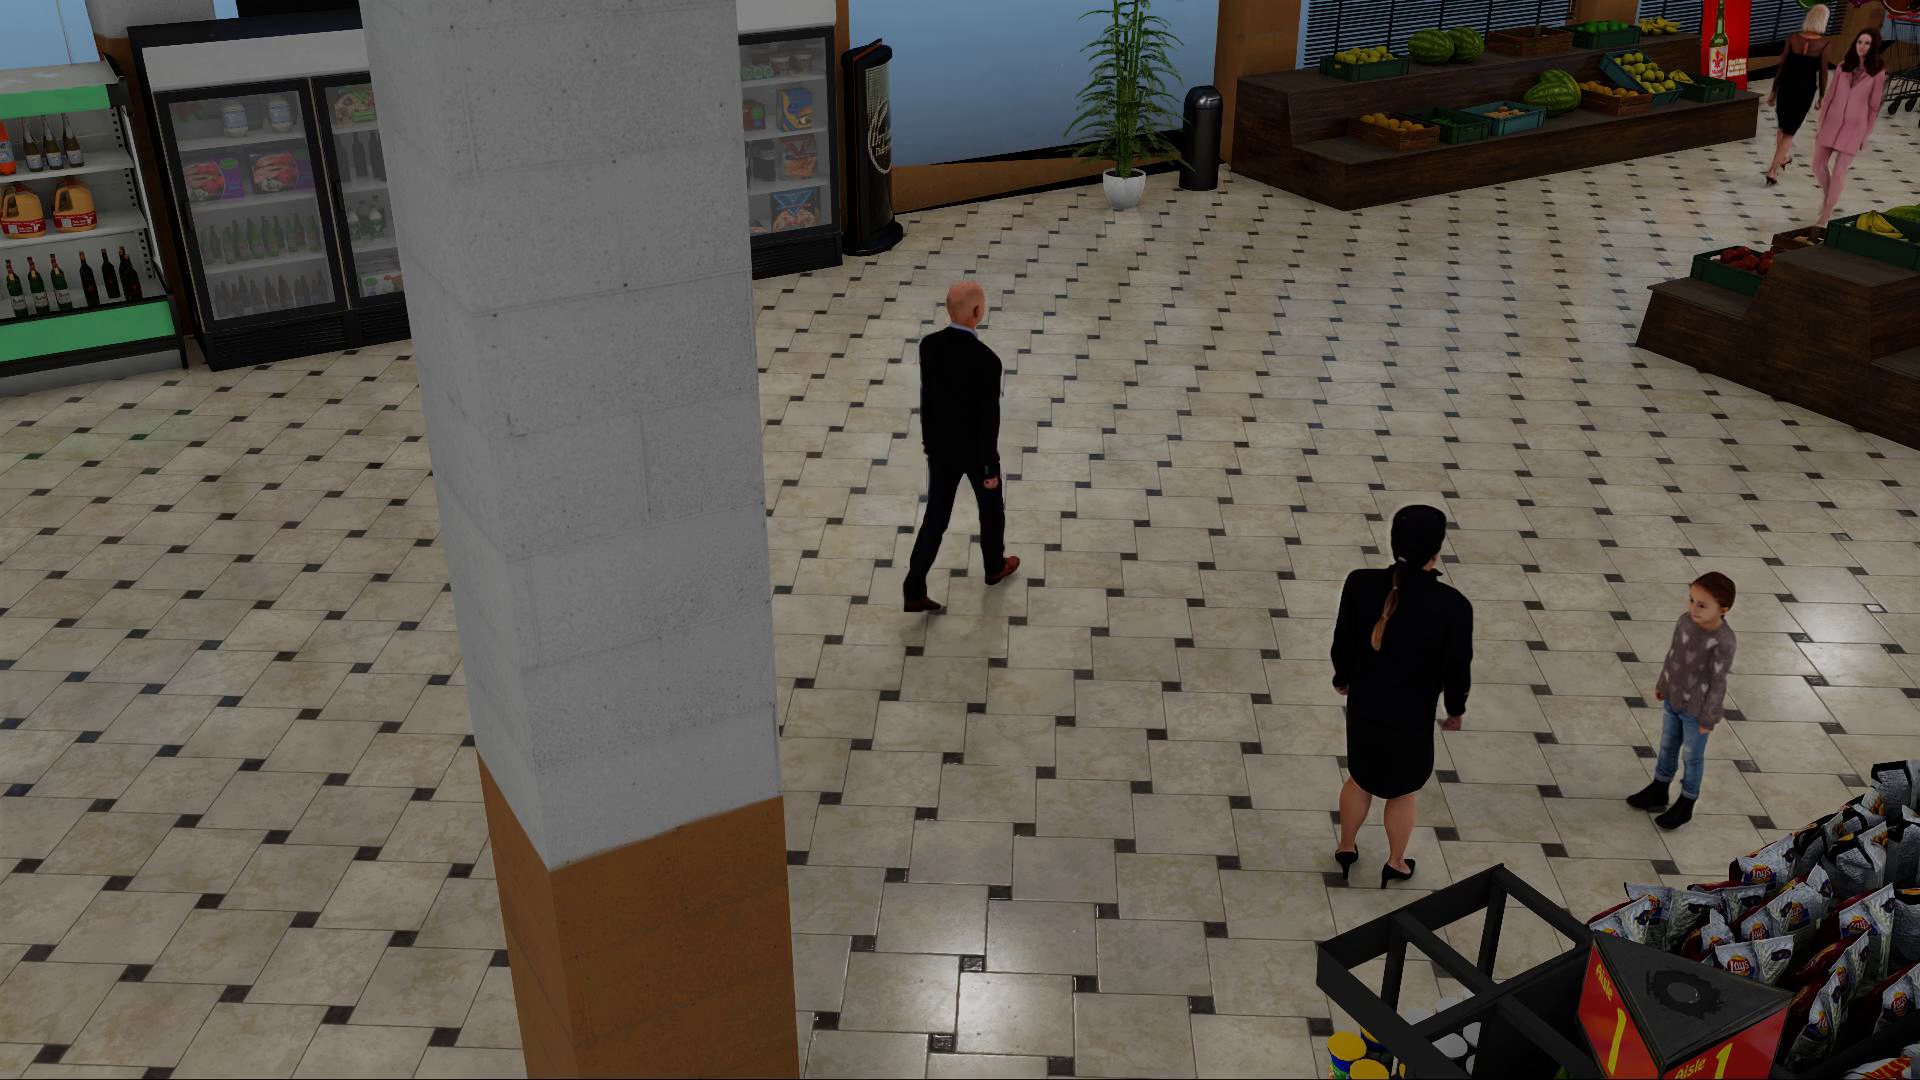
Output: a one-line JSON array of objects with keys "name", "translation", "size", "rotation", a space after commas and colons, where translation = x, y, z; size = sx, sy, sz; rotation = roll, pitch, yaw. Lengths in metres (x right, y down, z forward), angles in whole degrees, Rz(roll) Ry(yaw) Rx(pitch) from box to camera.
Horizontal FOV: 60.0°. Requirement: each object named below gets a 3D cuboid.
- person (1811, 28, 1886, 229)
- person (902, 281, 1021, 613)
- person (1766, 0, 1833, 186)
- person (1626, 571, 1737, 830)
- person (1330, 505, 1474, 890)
[{"name": "person", "translation": [7.992, -3.695, 14.973], "size": [0.724, 1.792, 0.784], "rotation": [24, 36, 39]}, {"name": "person", "translation": [-0.048, -0.428, 8.556], "size": [1.025, 1.769, 1.271], "rotation": [18, 32, 31]}, {"name": "person", "translation": [8.150, -4.318, 16.294], "size": [0.779, 1.709, 1.071], "rotation": [24, 35, 39]}, {"name": "person", "translation": [3.103, 0.661, 7.046], "size": [0.517, 1.193, 0.508], "rotation": [-8, 28, -16]}, {"name": "person", "translation": [1.703, 0.644, 6.551], "size": [0.805, 1.671, 0.809], "rotation": [15, 30, 27]}]
